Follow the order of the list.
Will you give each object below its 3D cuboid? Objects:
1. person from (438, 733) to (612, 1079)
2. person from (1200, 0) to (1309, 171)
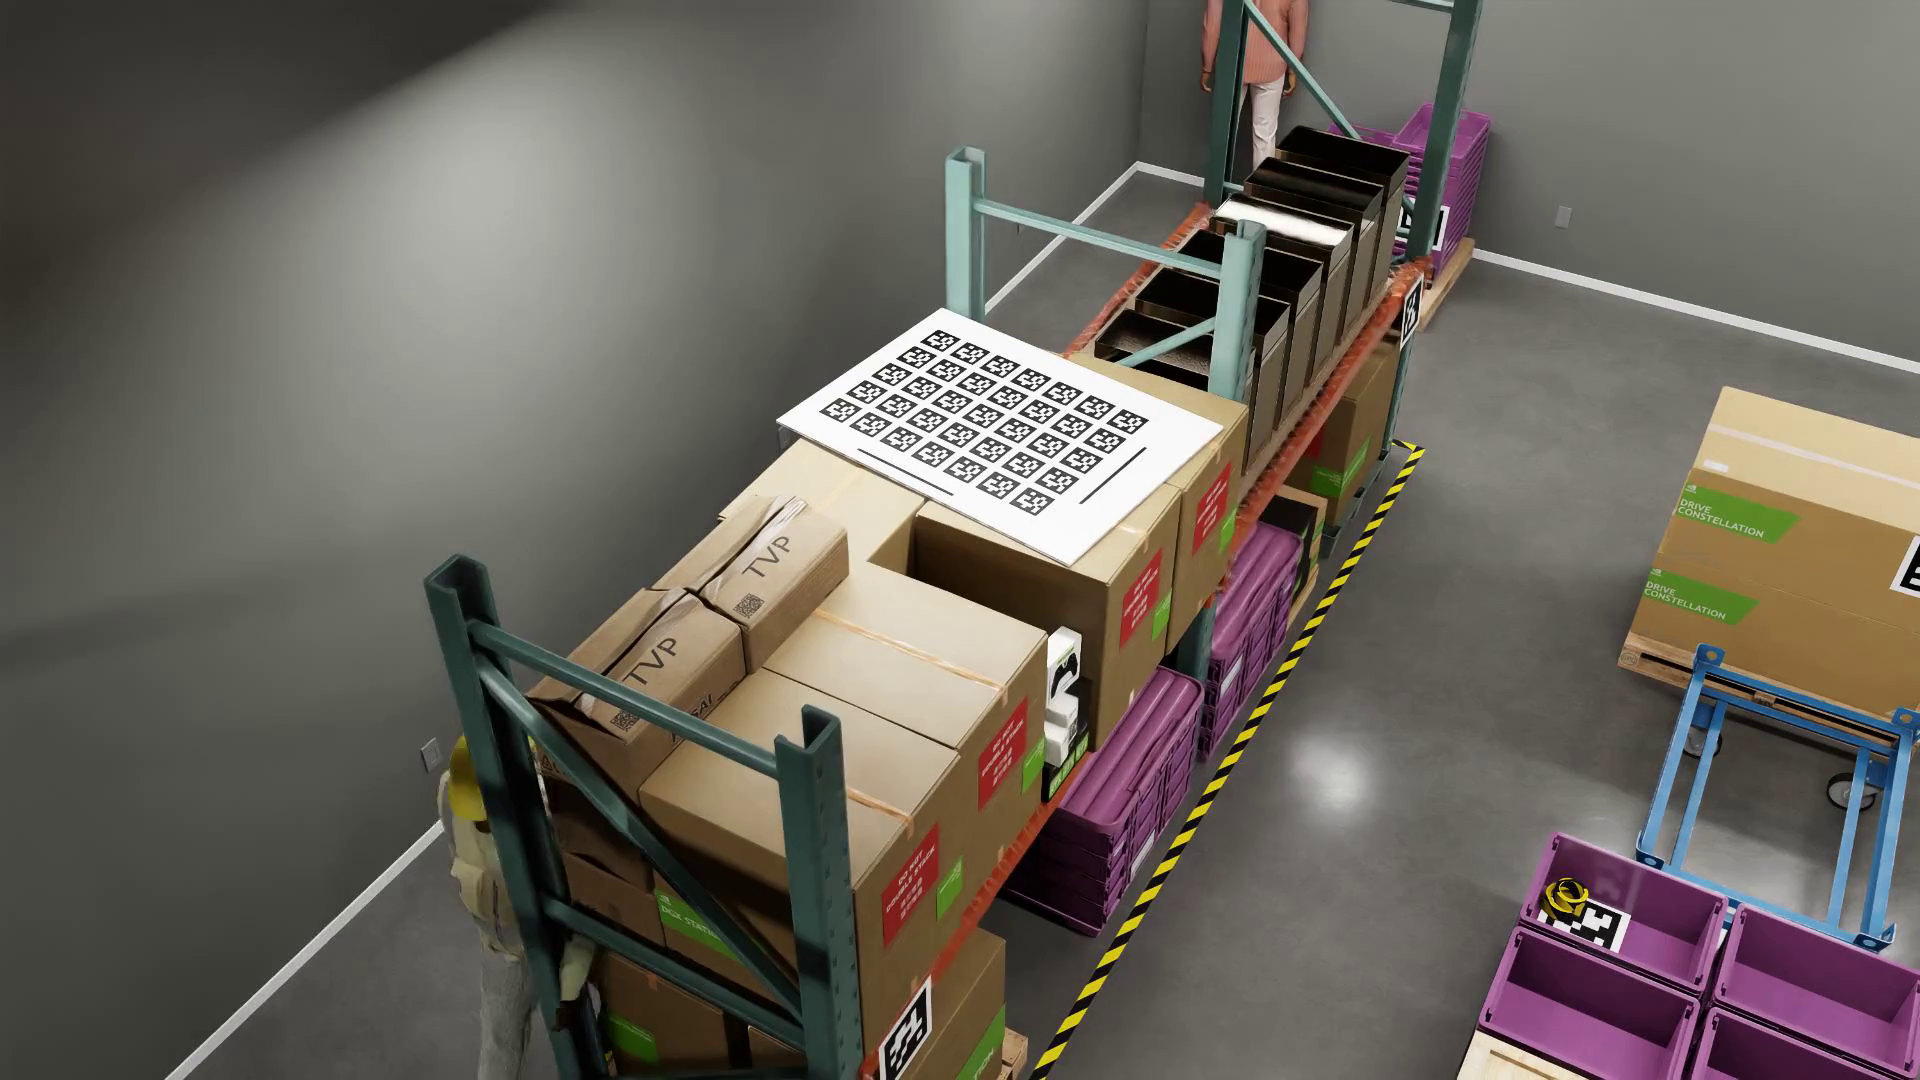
[{"bbox_3d":[-1.366,1.255,5.219,0.584,1.769,0.956,11,41,13],"label":"person"},{"bbox_3d":[1.734,-2.830,9.927,0.608,1.995,0.377,4,40,5],"label":"person"}]
